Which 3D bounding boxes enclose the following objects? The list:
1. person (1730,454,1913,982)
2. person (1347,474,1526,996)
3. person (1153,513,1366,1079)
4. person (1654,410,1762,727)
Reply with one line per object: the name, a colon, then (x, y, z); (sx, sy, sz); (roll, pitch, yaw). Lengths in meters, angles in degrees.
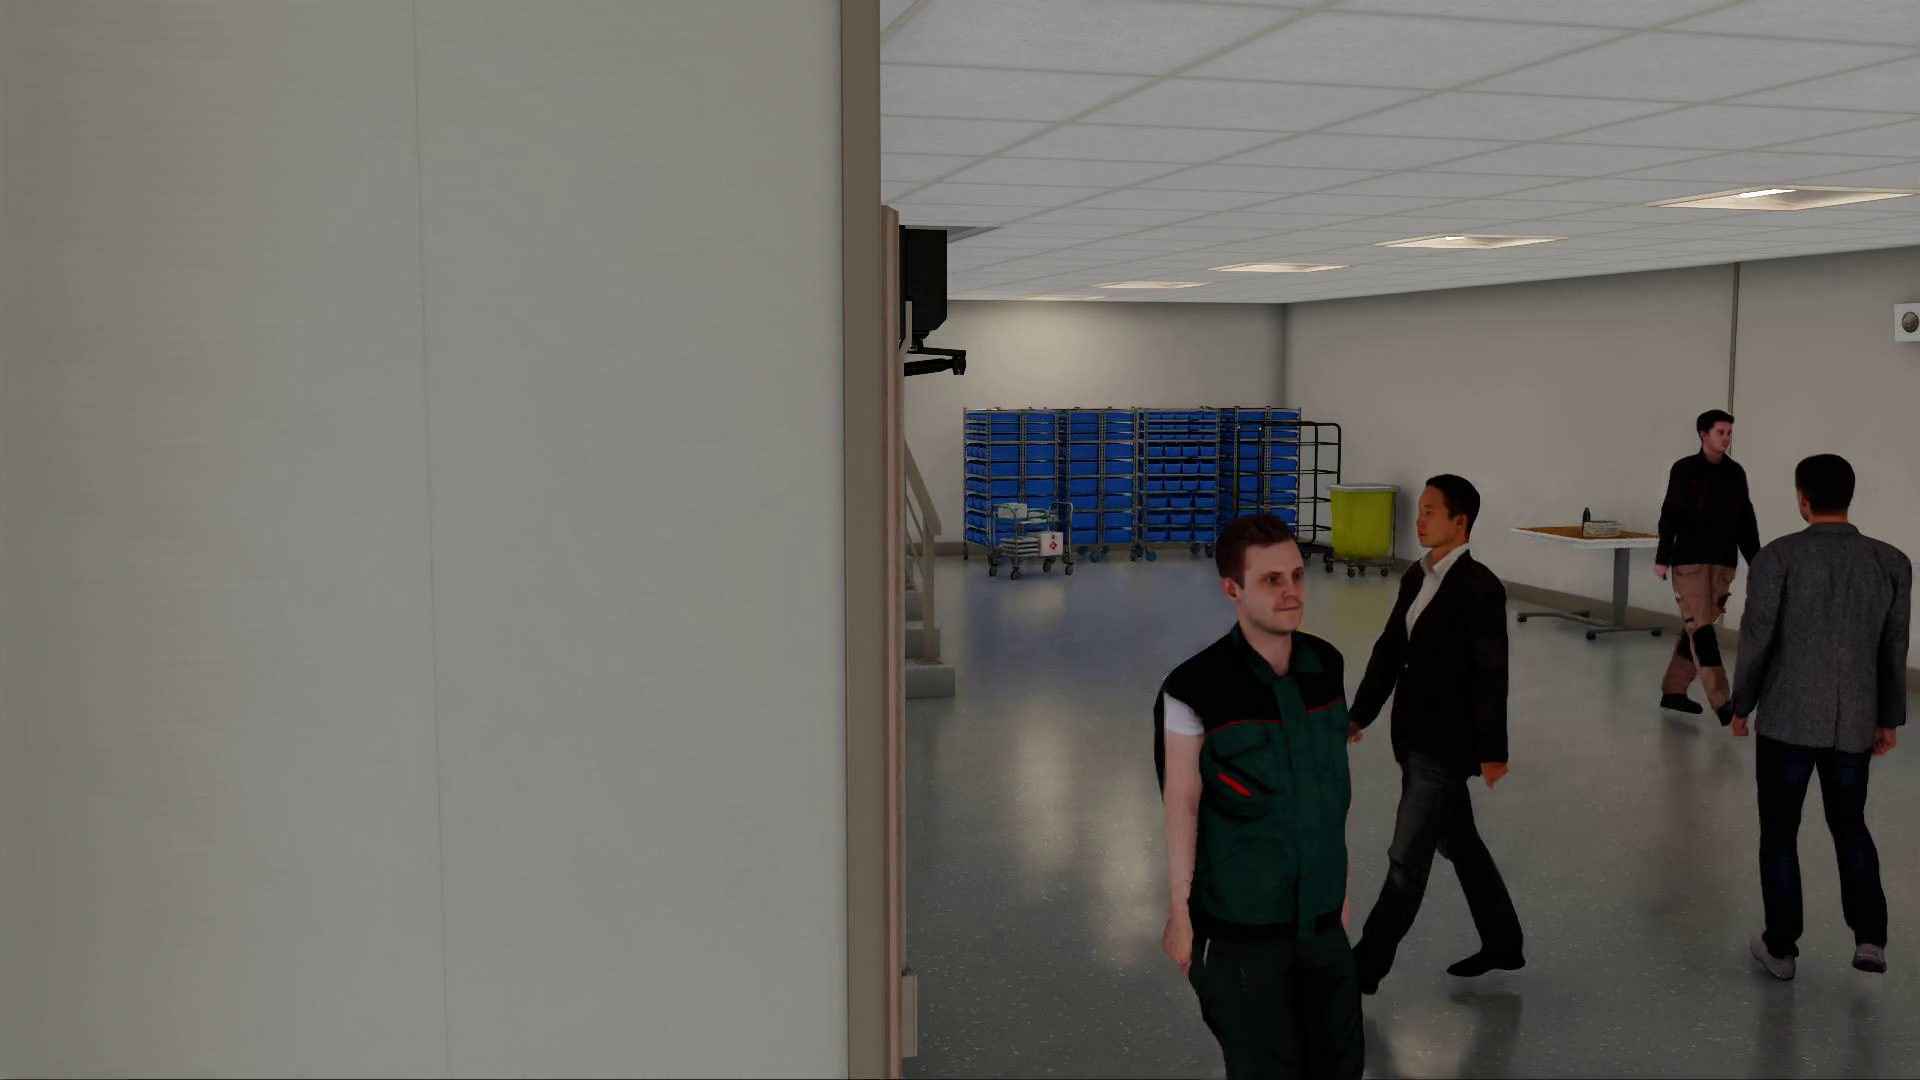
person: (2.957, 0.638, 5.729); (0.830, 1.861, 0.906); (1, 6, 9)
person: (1.731, 0.687, 5.738); (0.779, 1.763, 1.042); (-1, 6, -13)
person: (0.666, 0.842, 3.841); (0.784, 1.830, 0.951); (-3, 7, -29)
person: (4.509, 0.176, 10.212); (0.749, 1.884, 1.154); (-1, 6, -12)
